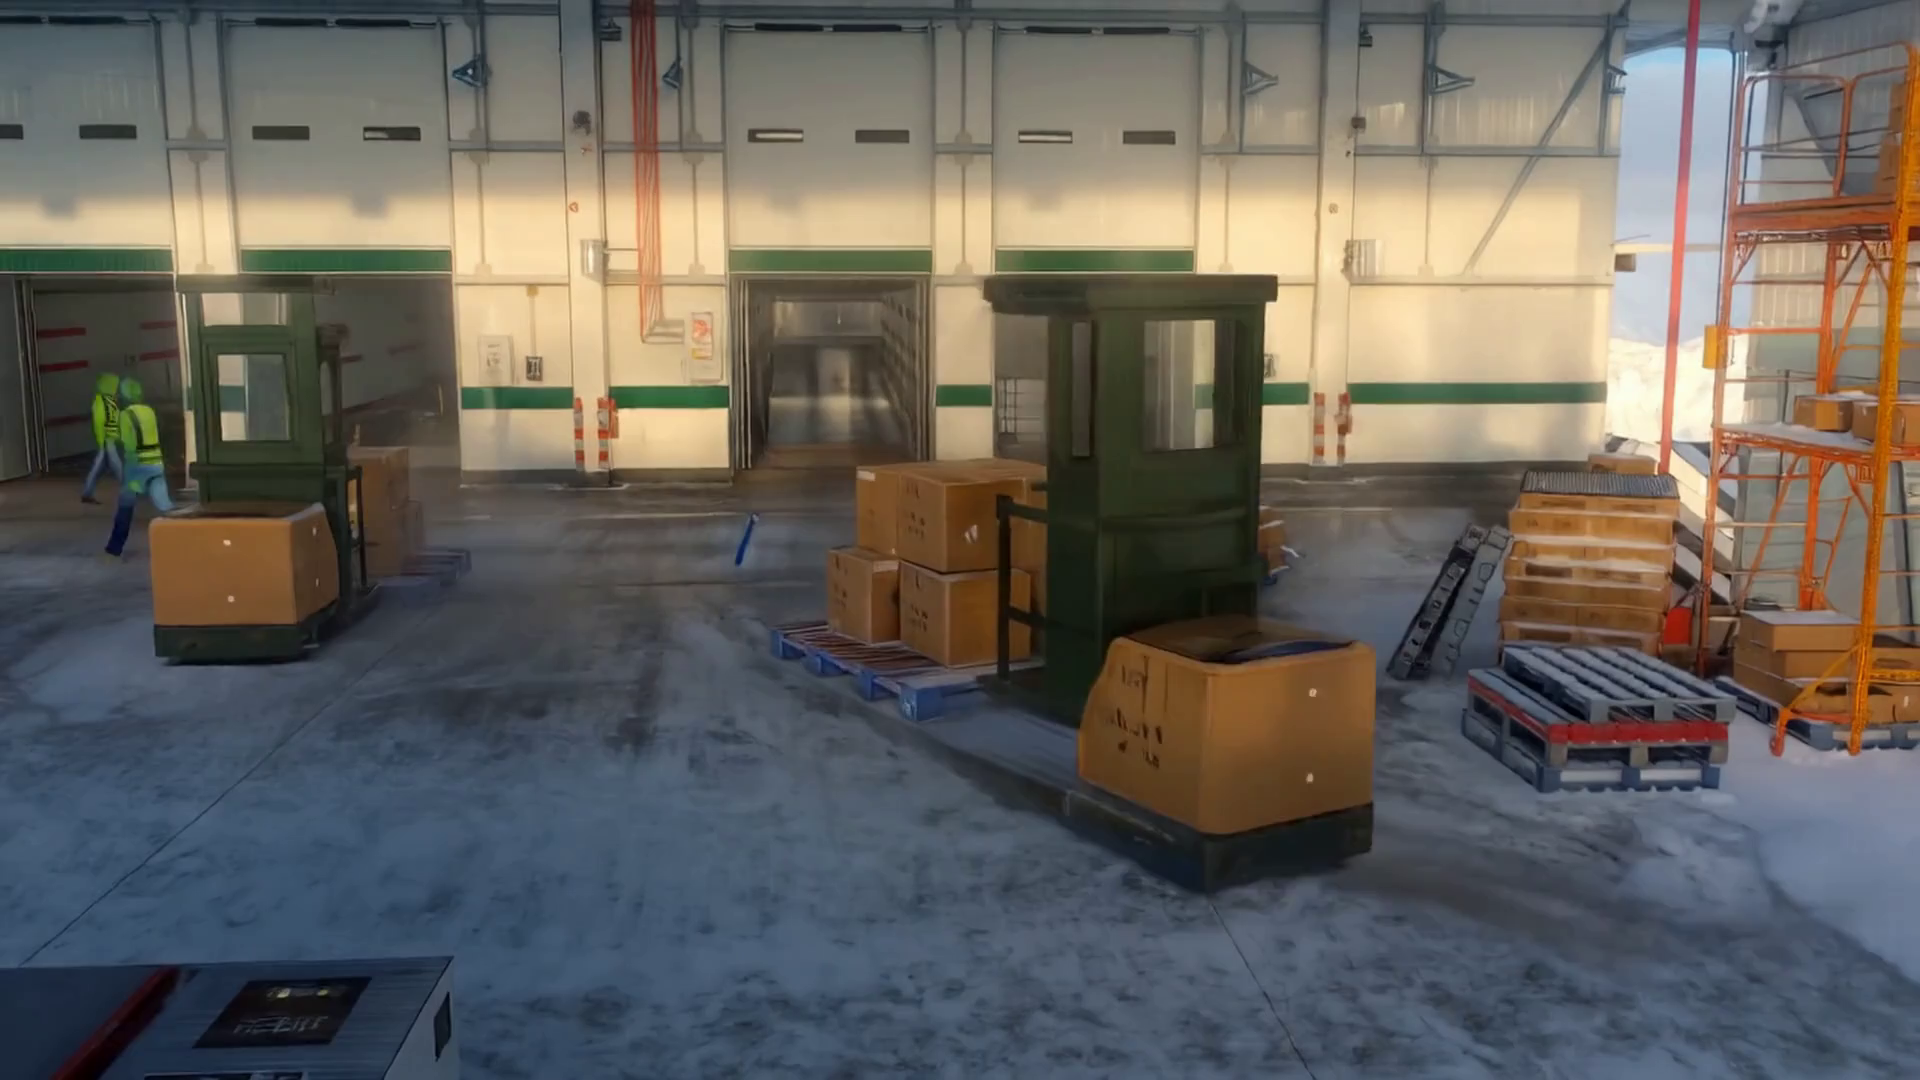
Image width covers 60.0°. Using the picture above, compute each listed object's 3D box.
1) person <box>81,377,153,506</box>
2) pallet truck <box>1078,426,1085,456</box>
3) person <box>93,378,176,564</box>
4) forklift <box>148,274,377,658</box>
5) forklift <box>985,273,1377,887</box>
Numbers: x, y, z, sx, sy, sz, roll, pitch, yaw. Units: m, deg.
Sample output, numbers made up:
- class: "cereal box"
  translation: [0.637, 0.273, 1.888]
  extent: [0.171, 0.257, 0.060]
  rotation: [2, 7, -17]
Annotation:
- class: "person"
  translation: [-10.374, -1.196, 20.297]
  extent: [0.866, 1.588, 0.519]
  rotation: [-2, 9, -10]
- class: "pallet truck"
  translation: [2.088, -0.836, 16.757]
  extent: [1.885, 1.965, 0.823]
  rotation: [2, 9, 13]
- class: "person"
  translation: [-7.983, -0.662, 16.216]
  extent: [0.983, 1.837, 0.583]
  rotation: [2, 9, 11]
- class: "forklift"
  translation: [-5.348, -0.627, 12.681]
  extent: [1.129, 2.768, 1.873]
  rotation: [-1, 9, -4]
- class: "forklift"
  translation: [1.092, 0.074, 8.283]
  extent: [1.129, 2.768, 1.873]
  rotation: [-5, 11, -30]
